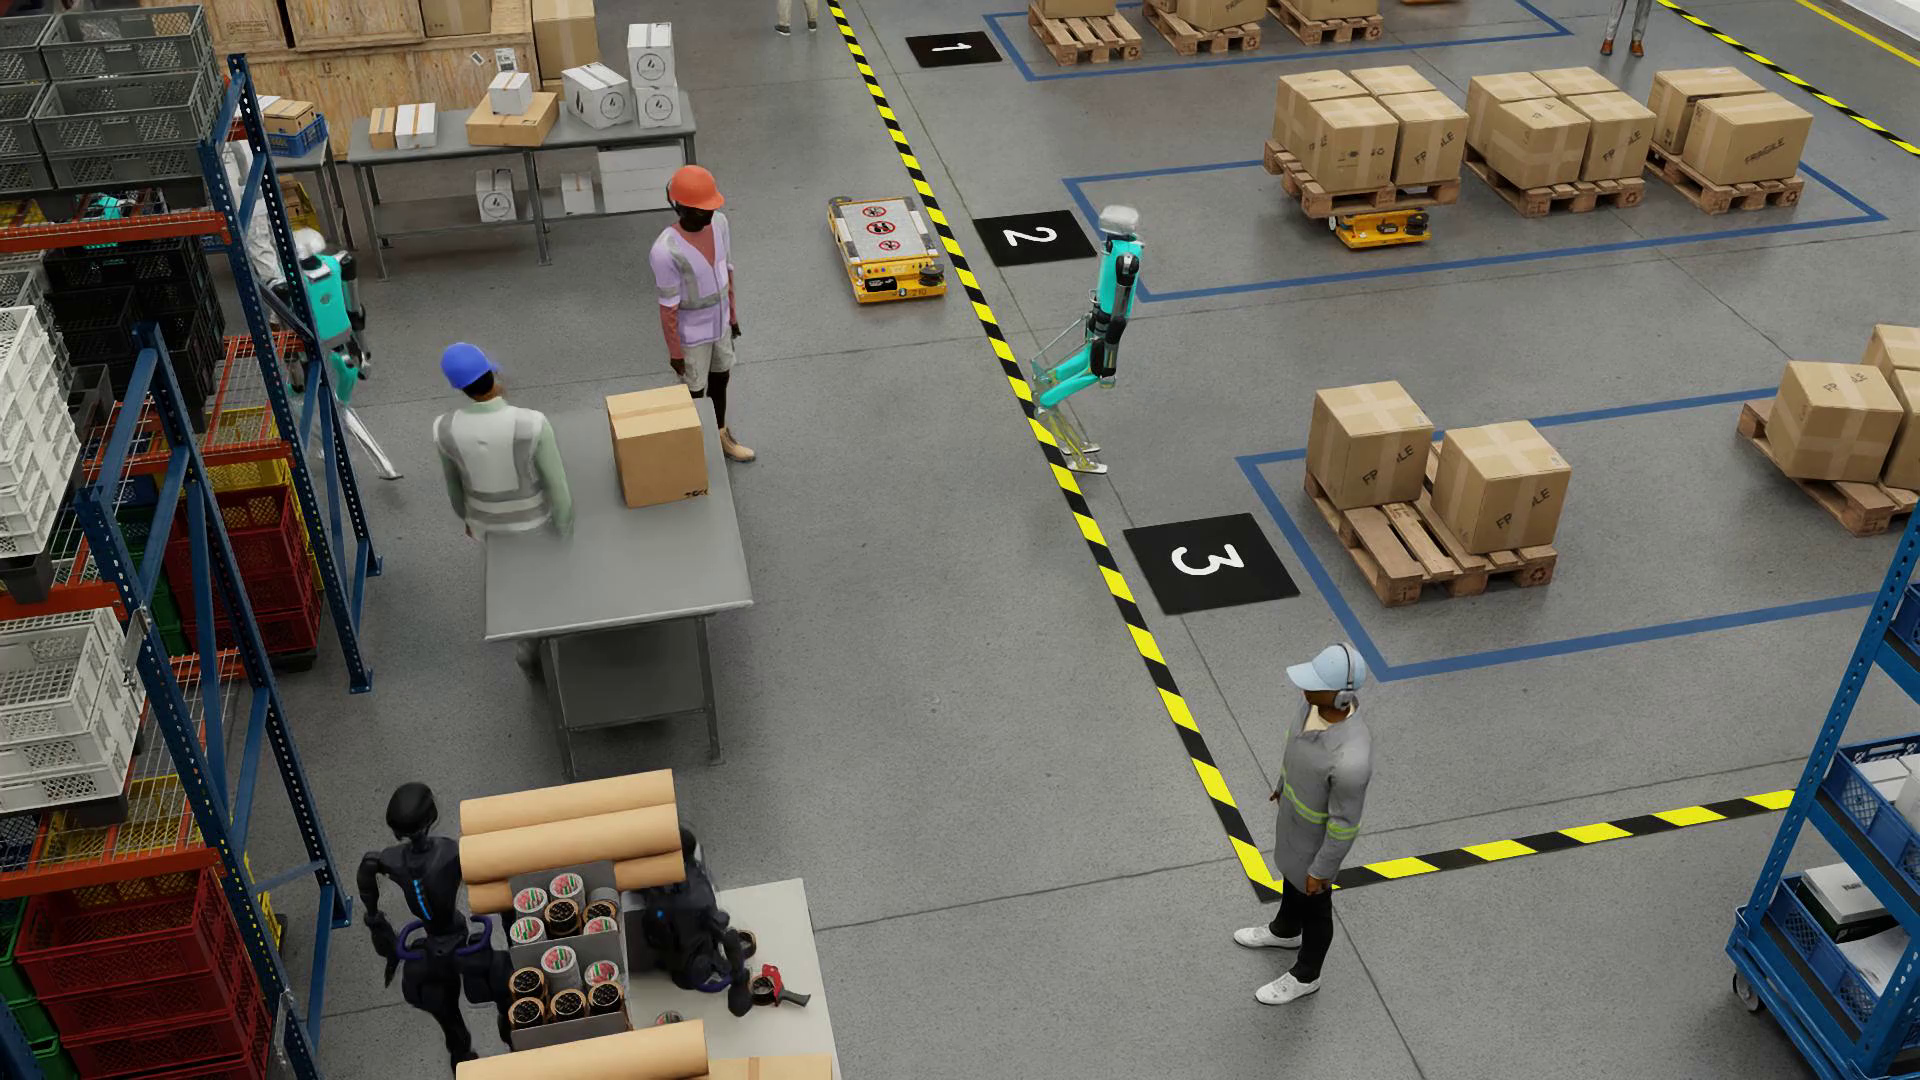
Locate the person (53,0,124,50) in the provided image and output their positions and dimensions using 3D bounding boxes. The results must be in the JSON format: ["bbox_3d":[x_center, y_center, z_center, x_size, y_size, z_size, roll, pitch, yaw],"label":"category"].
[{"bbox_3d":[-8.063,-5.052,15.054,0.674,1.810,0.604,-18,40,-23],"label":"person"}]

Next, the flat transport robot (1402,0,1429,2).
[{"bbox_3d":[4.745,-6.061,17.677,0.652,0.197,1.431,-8,37,-10],"label":"flat transport robot"}]

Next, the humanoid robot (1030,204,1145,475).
[{"bbox_3d":[0.677,-1.166,9.782,0.735,1.673,0.533,-1,37,-1],"label":"humanoid robot"}]

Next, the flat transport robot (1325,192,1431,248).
[{"bbox_3d":[3.134,-2.740,13.213,0.652,0.197,1.431,-8,37,-10],"label":"flat transport robot"}]

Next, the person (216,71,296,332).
[{"bbox_3d":[-4.789,-2.265,11.246,0.362,1.883,0.574,7,37,9],"label":"person"}]

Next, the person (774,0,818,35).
[{"bbox_3d":[-1.644,-5.784,16.075,0.564,1.761,0.407,-13,38,-16],"label":"person"}]

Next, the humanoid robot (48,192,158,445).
[{"bbox_3d":[-5.082,-1.313,10.006,0.532,1.690,0.733,-5,37,-6],"label":"humanoid robot"}]

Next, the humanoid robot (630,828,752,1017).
[{"bbox_3d":[-0.982,1.678,6.125,0.605,1.653,0.322,20,41,25],"label":"humanoid robot"}]

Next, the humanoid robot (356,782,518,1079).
[{"bbox_3d":[-1.903,1.597,6.238,0.602,1.641,0.409,-3,37,-3],"label":"humanoid robot"}]

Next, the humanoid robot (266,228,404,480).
[{"bbox_3d":[-3.779,-1.071,9.736,0.951,1.724,0.543,27,44,31],"label":"humanoid robot"}]

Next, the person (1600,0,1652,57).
[{"bbox_3d":[6.421,-5.474,15.557,0.590,1.883,0.378,6,37,9],"label":"person"}]

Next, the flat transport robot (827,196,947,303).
[{"bbox_3d":[-0.570,-2.220,12.538,0.659,0.231,1.431,-8,37,-10],"label":"flat transport robot"}]

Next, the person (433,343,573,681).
[{"bbox_3d":[-2.194,-0.097,8.321,0.724,1.896,0.479,3,37,4],"label":"person"}]

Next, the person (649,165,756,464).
[{"bbox_3d":[-1.491,-1.240,9.744,0.396,2.035,0.601,21,42,26],"label":"person"}]

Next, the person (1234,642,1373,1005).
[{"bbox_3d":[1.397,1.136,6.700,0.366,1.852,0.589,-4,37,-6],"label":"person"}]
